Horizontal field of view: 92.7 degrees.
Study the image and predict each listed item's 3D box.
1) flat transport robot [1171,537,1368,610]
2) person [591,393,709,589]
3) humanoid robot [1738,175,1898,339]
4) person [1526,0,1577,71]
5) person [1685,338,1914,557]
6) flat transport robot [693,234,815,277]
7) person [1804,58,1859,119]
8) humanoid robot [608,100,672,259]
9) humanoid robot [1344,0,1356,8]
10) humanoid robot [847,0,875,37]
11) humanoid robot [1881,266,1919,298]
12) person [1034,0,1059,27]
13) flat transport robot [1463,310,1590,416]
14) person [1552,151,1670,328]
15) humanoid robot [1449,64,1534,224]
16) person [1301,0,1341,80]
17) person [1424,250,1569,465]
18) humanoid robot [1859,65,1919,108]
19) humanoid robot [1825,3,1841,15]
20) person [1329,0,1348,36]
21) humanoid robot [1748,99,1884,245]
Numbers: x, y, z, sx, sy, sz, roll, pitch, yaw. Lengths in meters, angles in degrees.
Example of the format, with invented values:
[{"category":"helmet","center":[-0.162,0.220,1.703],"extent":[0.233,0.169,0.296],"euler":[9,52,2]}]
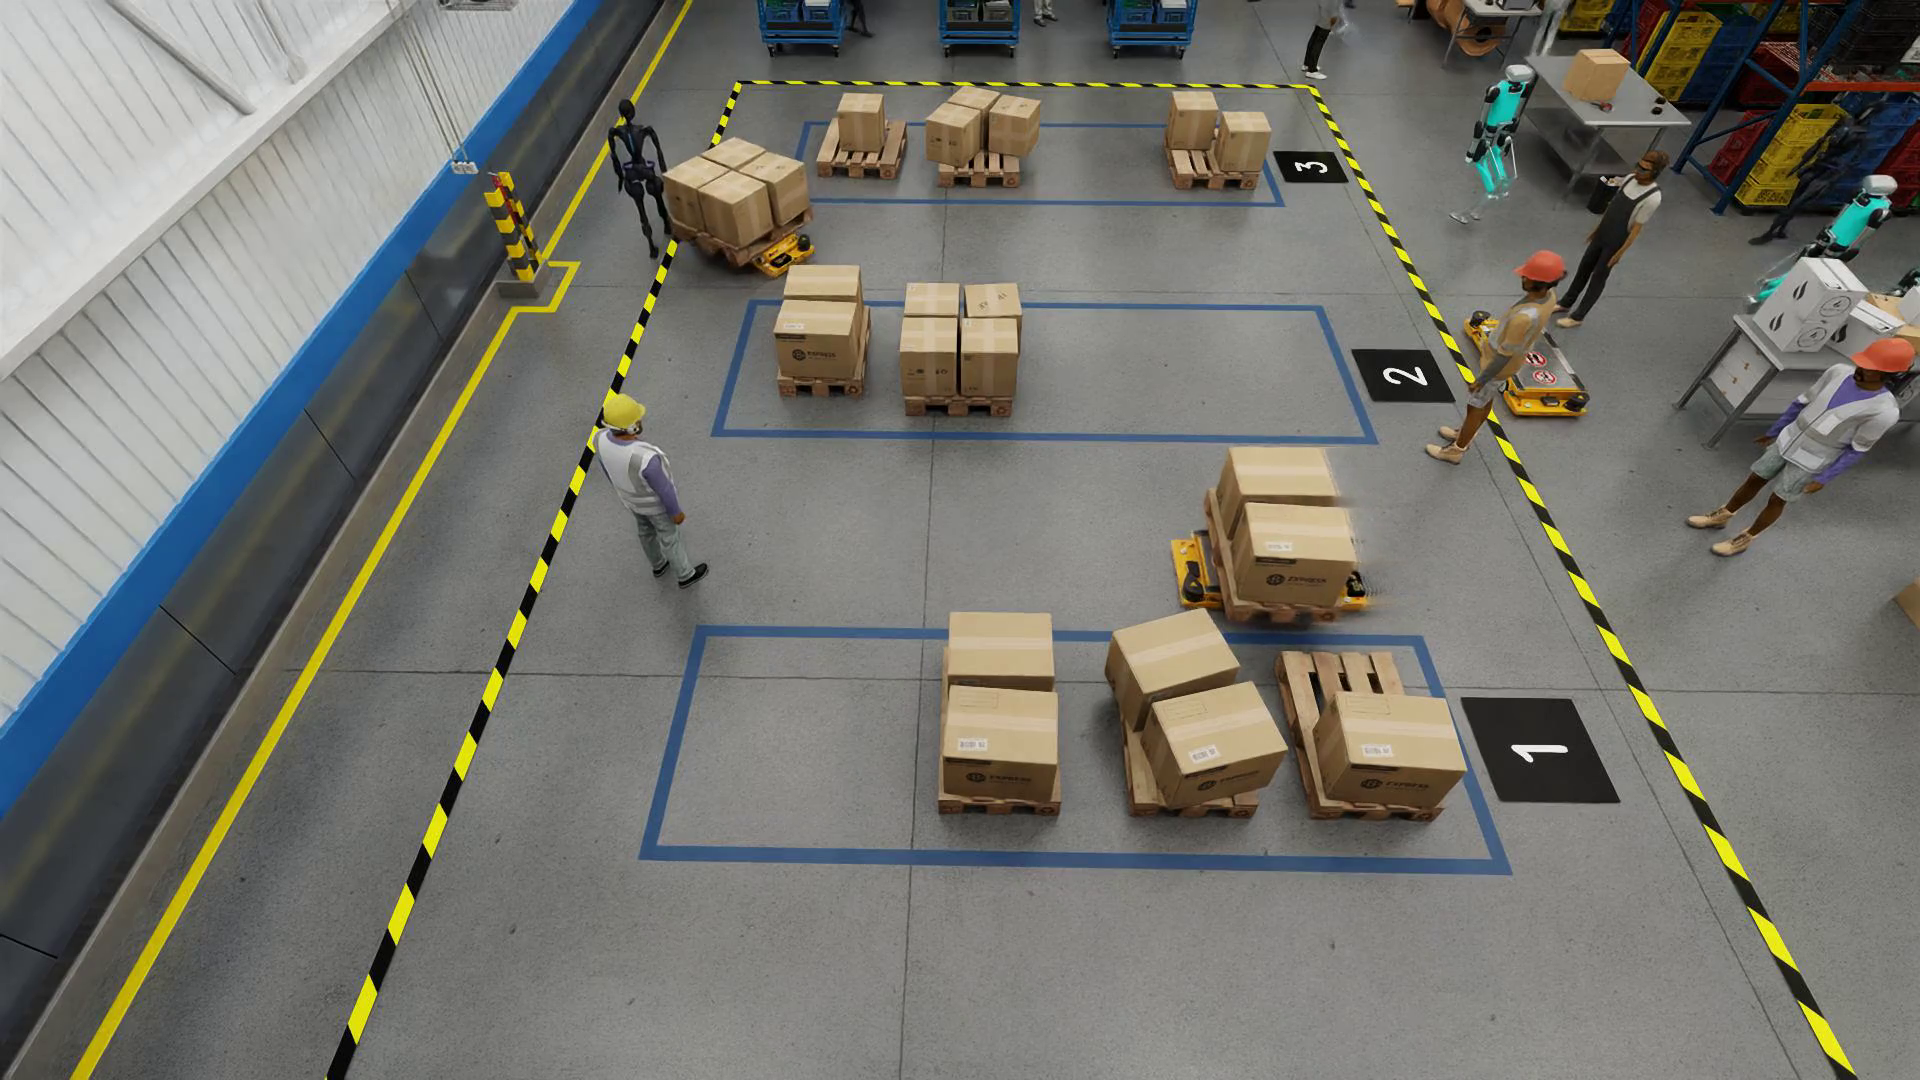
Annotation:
[{"category":"flat transport robot","center":[2.458,0.231,7.315],"extent":[1.431,0.197,0.652],"euler":[1,49,1]},{"category":"person","center":[-2.296,-0.334,6.789],"extent":[0.600,1.827,0.404],"euler":[24,53,19]},{"category":"humanoid robot","center":[8.059,-2.646,8.852],"extent":[0.693,1.797,0.546],"euler":[10,50,8]},{"category":"person","center":[8.512,-7.653,13.117],"extent":[0.534,1.838,0.474],"euler":[16,51,13]},{"category":"person","center":[6.355,-0.669,6.940],"extent":[0.376,2.041,0.615],"euler":[-5,49,-4]},{"category":"flat transport robot","center":[-2.428,-3.477,10.525],"extent":[1.431,0.197,0.652],"euler":[28,55,22]},{"category":"person","center":[10.834,-5.658,11.369],"extent":[0.329,1.876,0.509],"euler":[0,49,0]},{"category":"humanoid robot","center":[-3.513,-4.011,10.102],"extent":[0.589,1.627,0.771],"euler":[-7,50,-6]},{"category":"humanoid robot","center":[6.600,-9.552,14.869],"extent":[0.355,1.642,0.603],"euler":[-2,49,-2]},{"category":"humanoid robot","center":[-1.556,-8.670,14.122],"extent":[0.688,1.634,0.608],"euler":[22,53,18]},{"category":"humanoid robot","center":[8.354,-2.050,8.365],"extent":[0.897,1.774,0.530],"euler":[3,49,3]},{"category":"person","center":[1.390,-9.150,14.415],"extent":[0.389,1.837,0.563],"euler":[37,58,27]},{"category":"flat transport robot","center":[5.573,-1.757,9.054],"extent":[0.659,0.231,1.431],"euler":[1,49,1]},{"category":"person","center":[6.408,-2.943,9.046],"extent":[0.348,1.841,0.501],"euler":[-3,49,-2]},{"category":"humanoid robot","center":[6.013,-4.306,10.200],"extent":[0.533,1.677,0.735],"euler":[-12,50,-10]},{"category":"person","center":[5.303,-7.600,13.066],"extent":[0.396,1.850,0.588],"euler":[3,49,2]},{"category":"person","center":[4.470,-1.482,7.645],"extent":[0.375,2.042,0.604],"euler":[35,58,27]},{"category":"humanoid robot","center":[11.572,-5.483,11.334],"extent":[1.002,1.775,0.530],"euler":[-9,50,-8]},{"category":"humanoid robot","center":[12.703,-7.519,13.130],"extent":[0.759,1.875,0.549],"euler":[14,51,12]},{"category":"person","center":[5.966,-8.677,14.070],"extent":[0.503,1.729,0.469],"euler":[-28,55,-22]},{"category":"humanoid robot","center":[9.415,-4.031,10.093],"extent":[0.578,1.637,0.601],"euler":[-3,49,-2]}]
